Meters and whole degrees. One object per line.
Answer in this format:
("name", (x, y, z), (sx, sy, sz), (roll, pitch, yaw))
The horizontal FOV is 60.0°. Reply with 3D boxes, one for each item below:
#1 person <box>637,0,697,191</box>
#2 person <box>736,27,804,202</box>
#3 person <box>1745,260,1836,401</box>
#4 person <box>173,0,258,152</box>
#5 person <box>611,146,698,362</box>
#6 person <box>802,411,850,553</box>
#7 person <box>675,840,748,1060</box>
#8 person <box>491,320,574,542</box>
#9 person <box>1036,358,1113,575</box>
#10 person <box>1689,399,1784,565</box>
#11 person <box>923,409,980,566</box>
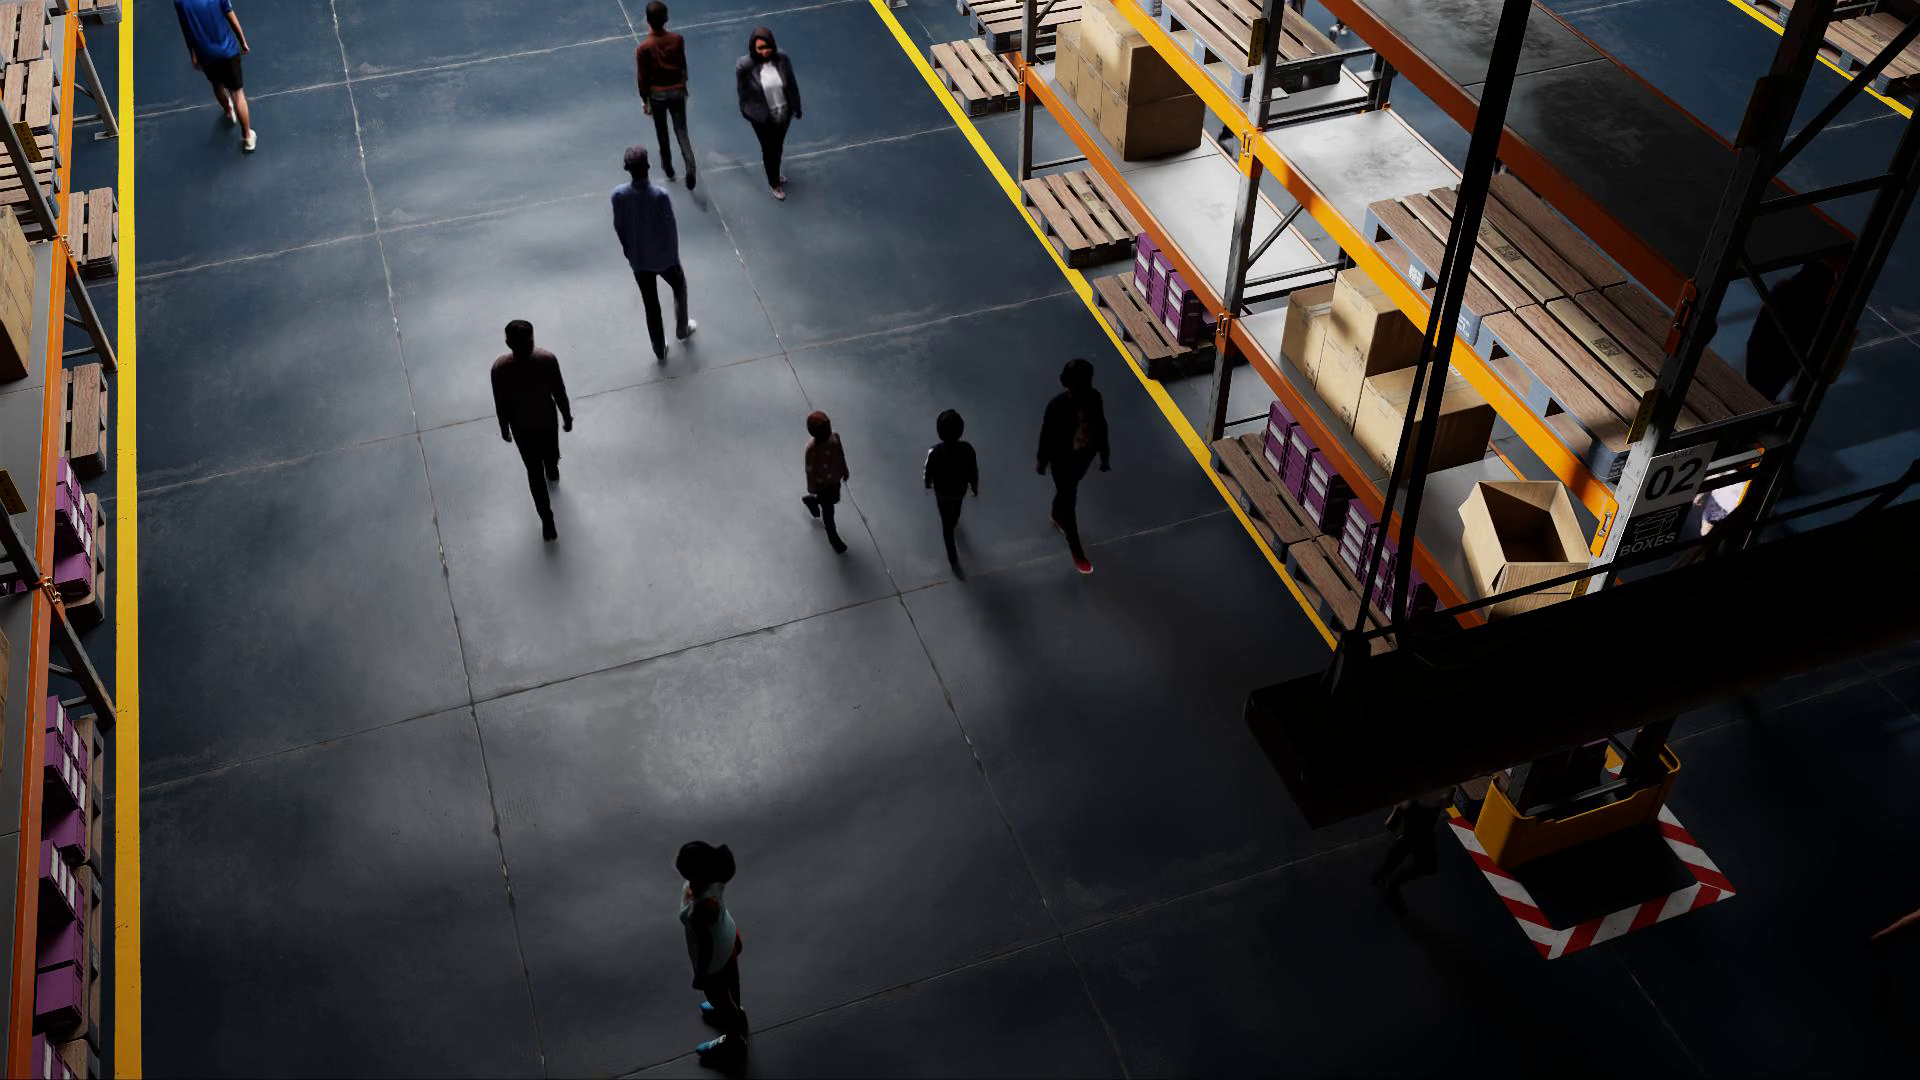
("person", (-2.628, -4.004, 15.154), (0.654, 1.753, 0.993), (-18, 46, -18))
("person", (-1.776, -3.973, 15.247), (0.778, 1.579, 0.863), (-27, 50, -25))
("person", (6.135, -1.350, 12.385), (1.030, 1.730, 1.151), (11, 45, 12))
("person", (-6.997, -4.556, 15.676), (0.671, 1.831, 1.091), (-14, 45, -14))
("person", (-2.454, -2.205, 13.182), (0.850, 1.868, 0.916), (4, 44, 5))
("person", (-0.980, -0.475, 11.862), (0.659, 1.184, 0.809), (-34, 53, -30))
("person", (-1.303, 2.130, 8.706), (0.722, 1.766, 0.627), (0, 44, 0))
("person", (-3.043, -0.894, 11.902), (0.672, 1.735, 1.066), (-14, 45, -14))
("person", (0.743, -0.632, 11.695), (0.710, 1.642, 1.001), (-20, 47, -20))
("person", (5.207, -0.178, 11.200), (0.937, 1.667, 1.189), (3, 44, 3))
("person", (-0.059, -0.354, 11.725), (0.632, 1.198, 0.862), (-6, 44, -6))
